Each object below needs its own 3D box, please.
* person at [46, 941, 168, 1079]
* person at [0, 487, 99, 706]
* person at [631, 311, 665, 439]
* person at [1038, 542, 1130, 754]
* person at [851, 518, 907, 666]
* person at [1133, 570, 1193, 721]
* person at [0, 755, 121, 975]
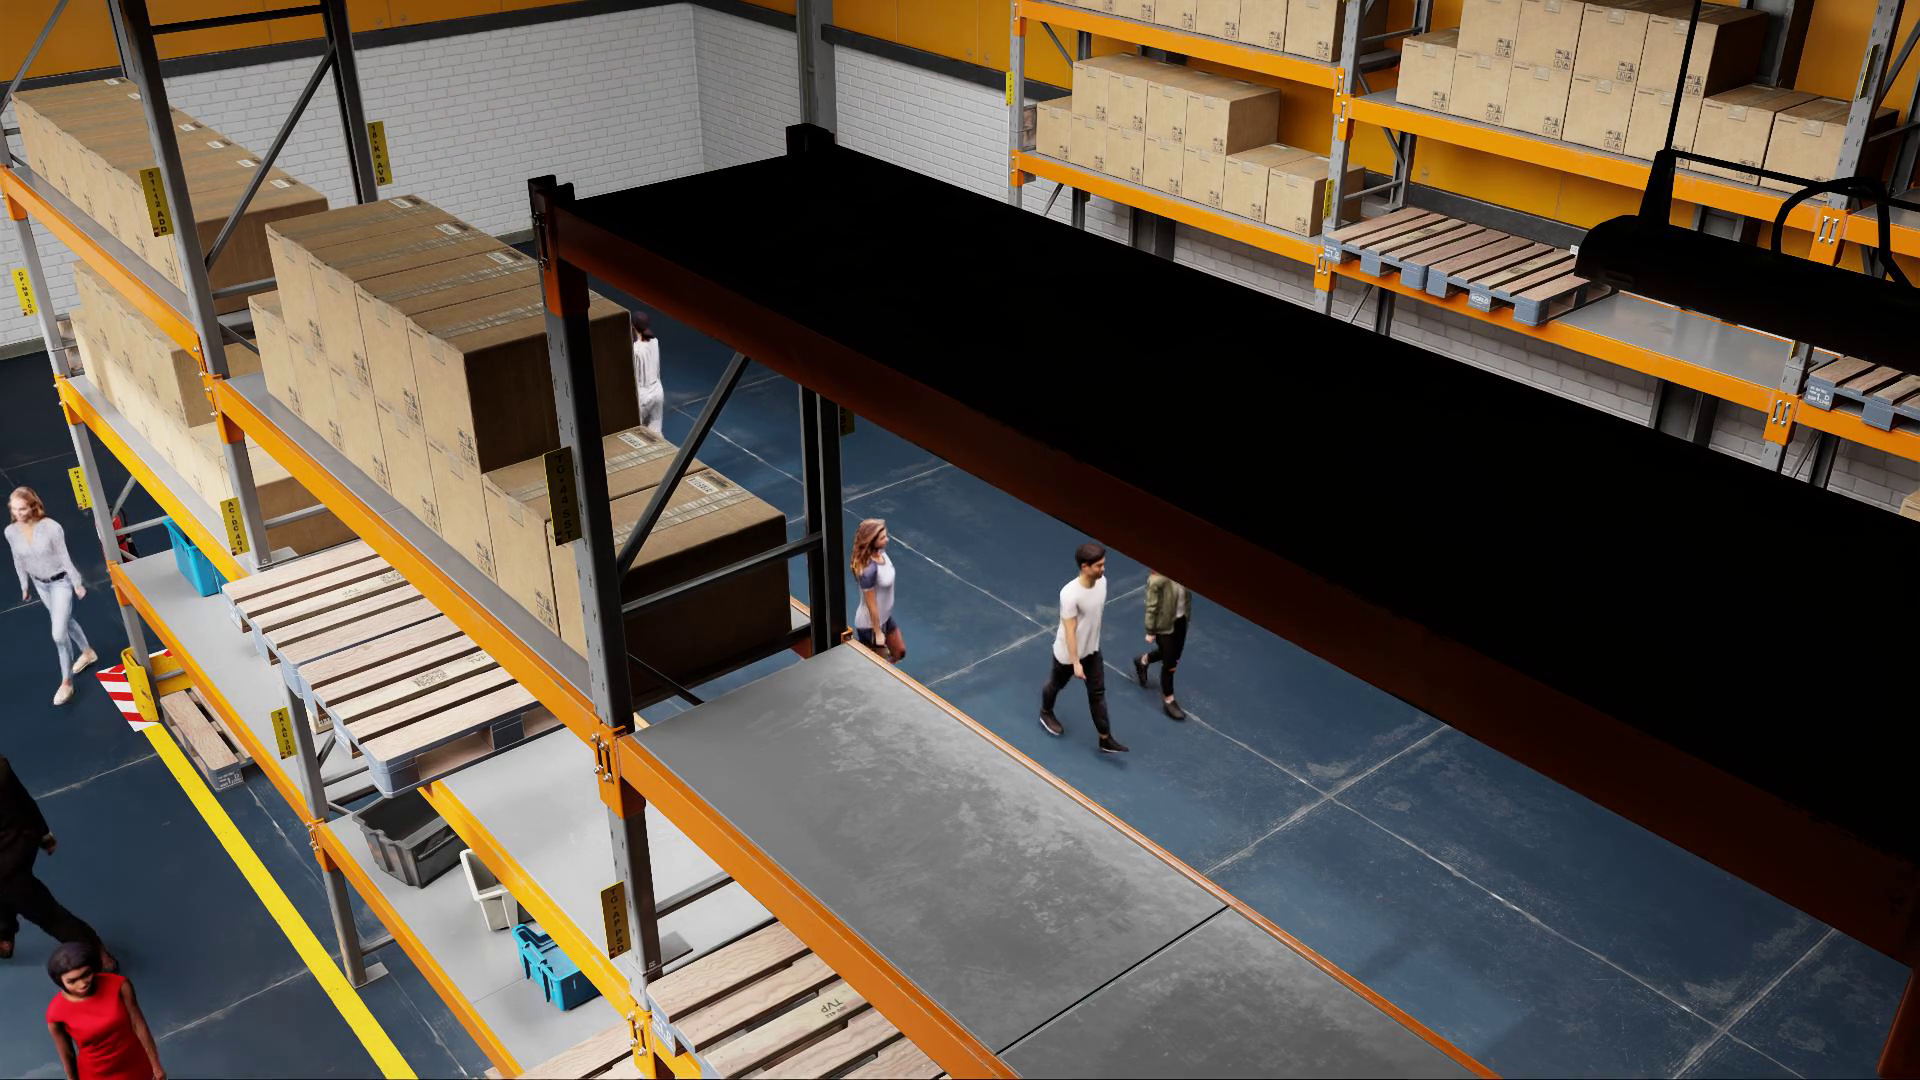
[{"bbox_3d":[-4.407,2.722,8.644,0.627,1.722,0.997,-25,38,-38],"label":"person"},{"bbox_3d":[-7.011,0.340,12.977,1.031,1.754,1.079,5,29,9],"label":"person"},{"bbox_3d":[-2.971,-1.343,16.057,0.689,1.760,0.680,19,34,31],"label":"person"},{"bbox_3d":[0.807,0.765,12.286,0.629,1.671,1.065,-21,35,-34],"label":"person"},{"bbox_3d":[-0.717,0.598,12.542,0.767,1.717,0.724,8,30,14],"label":"person"},{"bbox_3d":[1.554,0.629,12.759,0.585,1.455,0.869,-21,35,-34],"label":"person"},{"bbox_3d":[-5.602,1.946,9.948,1.288,1.837,1.294,2,29,4],"label":"person"}]
